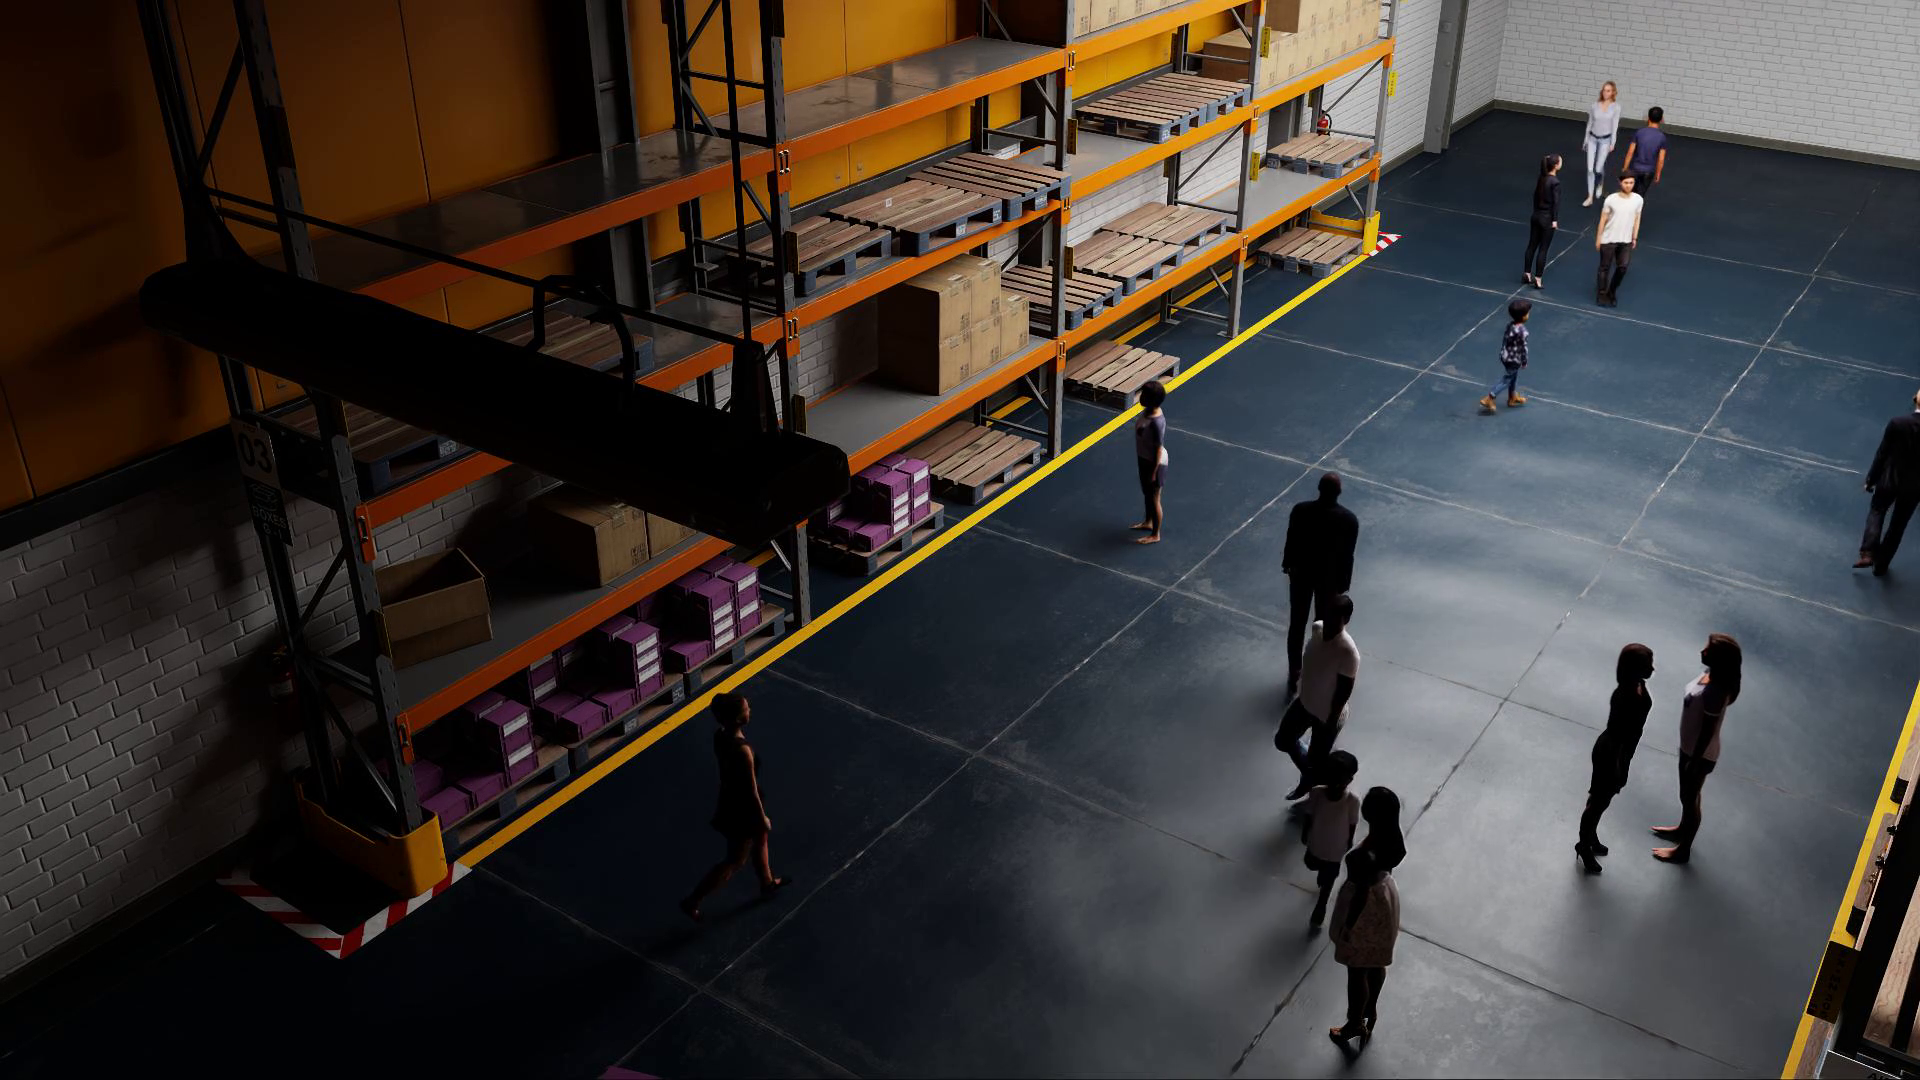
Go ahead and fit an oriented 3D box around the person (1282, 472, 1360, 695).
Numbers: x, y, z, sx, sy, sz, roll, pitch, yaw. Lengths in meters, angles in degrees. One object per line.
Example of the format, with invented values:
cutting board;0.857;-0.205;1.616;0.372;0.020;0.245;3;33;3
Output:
person;2.728;0.350;12.896;0.973;1.781;1.250;8;30;14

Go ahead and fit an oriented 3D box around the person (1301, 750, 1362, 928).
person;2.383;1.859;10.684;0.579;1.250;0.775;10;30;17

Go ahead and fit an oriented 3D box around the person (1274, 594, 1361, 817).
person;2.554;1.130;11.410;0.845;1.834;0.808;-7;29;-13

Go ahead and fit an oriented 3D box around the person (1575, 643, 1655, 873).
person;4.327;1.418;11.016;0.650;1.706;0.438;17;33;28

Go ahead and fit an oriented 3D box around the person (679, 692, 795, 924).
person;-1.463;1.718;10.527;1.121;1.647;0.889;-14;32;-24

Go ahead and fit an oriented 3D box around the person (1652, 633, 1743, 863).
person;4.931;1.377;11.064;0.689;1.732;0.532;12;31;22

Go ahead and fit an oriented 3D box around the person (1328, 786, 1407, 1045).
person;2.341;2.162;9.582;0.737;1.773;0.607;24;36;36

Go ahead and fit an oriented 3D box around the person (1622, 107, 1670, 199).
person;9.276;-4.962;22.674;0.711;1.742;0.867;14;31;23

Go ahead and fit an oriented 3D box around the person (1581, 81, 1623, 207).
person;9.278;-5.749;24.071;0.632;1.786;0.755;22;35;34

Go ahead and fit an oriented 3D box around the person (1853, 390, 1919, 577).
person;8.134;-0.459;14.369;0.708;1.790;0.748;16;33;27

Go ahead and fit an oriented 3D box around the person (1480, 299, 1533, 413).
person;5.828;-1.945;17.676;0.909;1.232;0.800;-8;30;-15

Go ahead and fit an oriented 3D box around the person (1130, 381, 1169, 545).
person;1.736;-0.724;15.091;0.711;1.565;0.639;-3;29;-5

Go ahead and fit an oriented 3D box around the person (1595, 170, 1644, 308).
person;8.074;-3.741;20.467;0.755;1.712;0.756;4;29;7

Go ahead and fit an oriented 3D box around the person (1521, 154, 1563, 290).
person;7.366;-4.028;20.995;0.670;1.711;0.644;-9;30;-16
